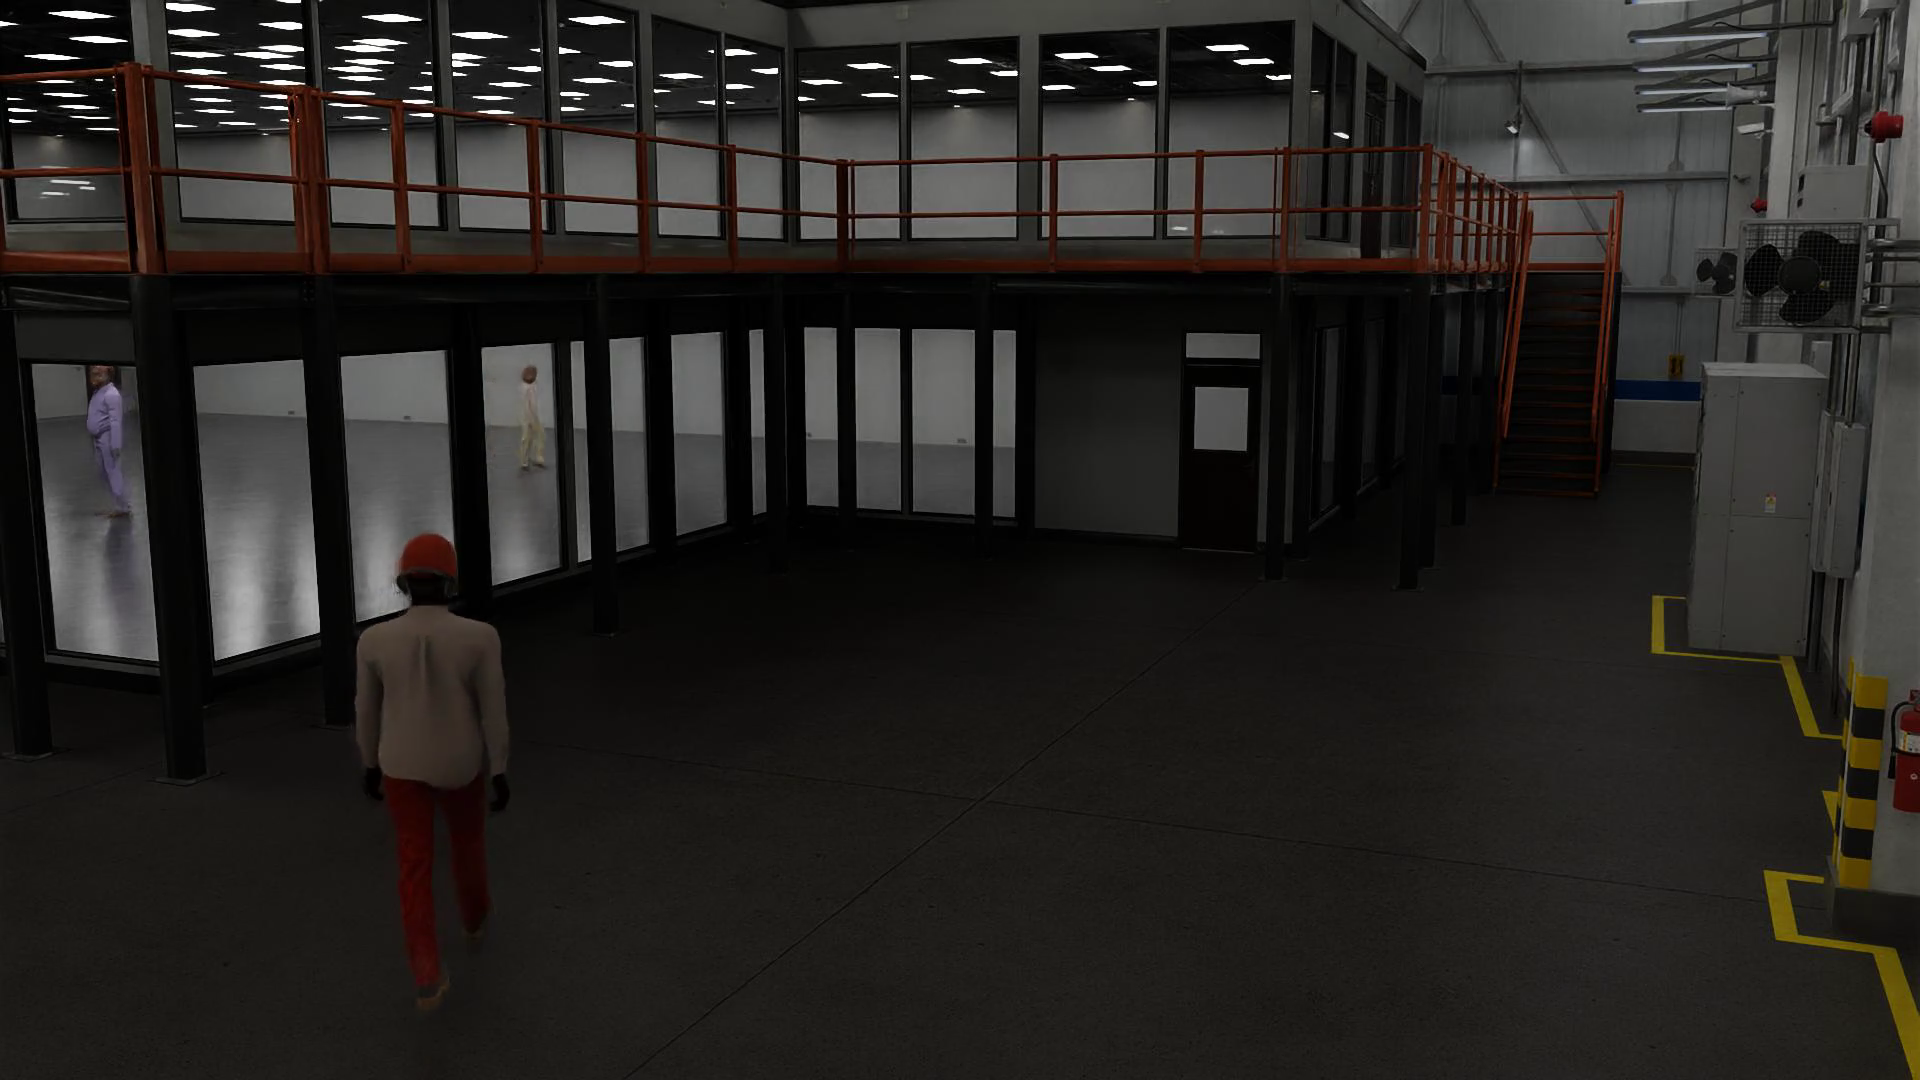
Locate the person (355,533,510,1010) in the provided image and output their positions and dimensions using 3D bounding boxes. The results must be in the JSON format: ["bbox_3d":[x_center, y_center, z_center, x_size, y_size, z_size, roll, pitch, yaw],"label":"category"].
[{"bbox_3d":[-2.259,0.931,7.187,0.647,1.942,0.990,-2,9,-10],"label":"person"}]
